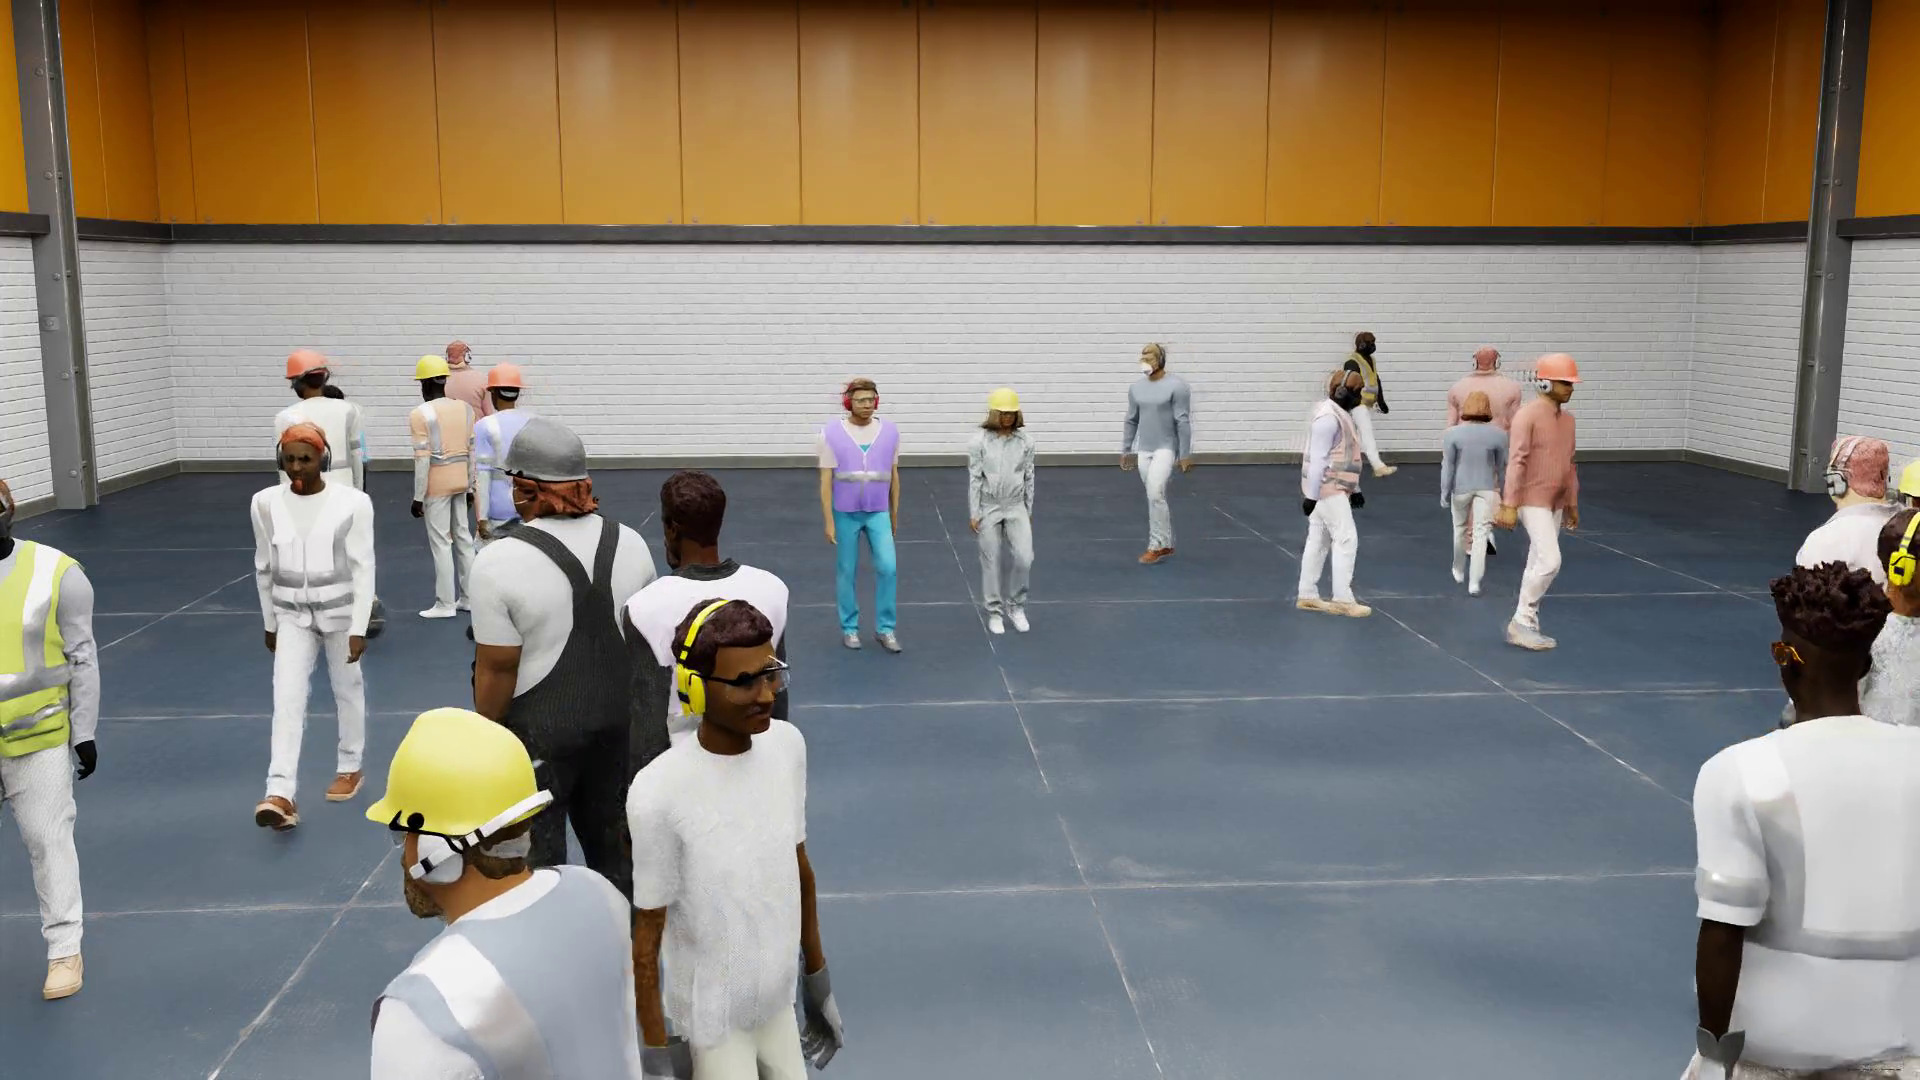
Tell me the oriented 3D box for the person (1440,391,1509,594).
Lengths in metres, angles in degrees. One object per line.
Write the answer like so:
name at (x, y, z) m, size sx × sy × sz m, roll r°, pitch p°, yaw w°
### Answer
person at (4.088, -0.389, 13.220) m, size 0.523 × 1.582 × 0.872 m, roll 2°, pitch 9°, yaw 14°

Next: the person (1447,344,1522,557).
person at (4.626, -0.777, 14.692) m, size 0.662 × 1.890 × 0.454 m, roll 6°, pitch 11°, yaw 31°

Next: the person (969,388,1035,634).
person at (0.292, -0.192, 11.564) m, size 0.490 × 1.729 × 0.436 m, roll -2°, pitch 9°, yaw -11°

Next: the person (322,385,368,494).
person at (-4.913, -0.386, 13.008) m, size 0.861 × 1.648 × 0.536 m, roll 8°, pitch 12°, yaw 42°

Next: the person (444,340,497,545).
person at (-4.610, -0.899, 15.448) m, size 0.639 × 1.902 × 0.407 m, roll -1°, pitch 9°, yaw -7°

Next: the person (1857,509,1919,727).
person at (2.796, 0.789, 5.147) m, size 0.537 × 1.819 × 0.975 m, roll -7°, pitch 12°, yaw -39°

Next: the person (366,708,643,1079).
person at (-0.879, 1.163, 2.796) m, size 0.844 × 1.796 × 0.626 m, roll 2°, pitch 9°, yaw 15°

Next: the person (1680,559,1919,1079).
person at (1.815, 1.004, 3.471) m, size 0.582 × 1.919 × 0.990 m, roll 0°, pitch 9°, yaw 3°

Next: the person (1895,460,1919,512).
person at (4.161, 0.487, 7.321) m, size 0.552 × 1.715 × 0.936 m, roll 1°, pitch 9°, yaw 9°

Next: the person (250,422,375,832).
person at (-2.956, 0.386, 7.590) m, size 0.579 × 1.827 × 0.986 m, roll -1°, pitch 9°, yaw -5°

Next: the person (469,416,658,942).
person at (-1.376, 0.601, 5.587) m, size 0.538 × 2.000 × 0.687 m, roll 8°, pitch 12°, yaw 40°

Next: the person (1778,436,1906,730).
person at (3.350, 0.557, 6.303) m, size 0.642 × 1.902 × 0.399 m, roll -5°, pitch 10°, yaw -26°

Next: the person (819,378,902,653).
person at (-0.641, -0.152, 10.977) m, size 0.562 × 1.824 × 0.684 m, roll -3°, pitch 9°, yaw -16°

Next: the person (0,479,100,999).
person at (-3.293, 0.683, 5.700) m, size 0.631 × 1.840 × 0.428 m, roll -2°, pitch 9°, yaw -14°

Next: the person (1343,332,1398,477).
person at (5.003, -1.694, 20.798) m, size 1.006 × 1.797 × 0.620 m, roll 6°, pitch 11°, yaw 32°

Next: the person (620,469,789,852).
person at (-0.760, 0.740, 5.100) m, size 0.372 × 1.914 × 0.597 m, roll 8°, pitch 12°, yaw 43°

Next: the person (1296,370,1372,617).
person at (2.827, -0.346, 12.277) m, size 0.698 × 1.813 × 0.636 m, roll 3°, pitch 9°, yaw 16°

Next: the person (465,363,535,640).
person at (-3.067, -0.232, 11.231) m, size 0.552 × 1.901 × 0.782 m, roll -8°, pitch 12°, yaw -39°

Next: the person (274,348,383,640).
person at (-4.245, -0.278, 11.208) m, size 0.796 × 2.017 × 0.619 m, roll 8°, pitch 12°, yaw 42°

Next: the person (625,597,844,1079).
person at (-0.506, 1.015, 3.587) m, size 0.650 × 1.851 × 0.543 m, roll 6°, pitch 11°, yaw 31°

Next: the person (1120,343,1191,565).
person at (1.651, -0.745, 14.428) m, size 0.738 × 1.910 × 0.656 m, roll -8°, pitch 12°, yaw -41°

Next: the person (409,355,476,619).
person at (-3.787, -0.385, 12.139) m, size 0.386 × 1.922 × 0.594 m, roll 4°, pitch 10°, yaw 26°

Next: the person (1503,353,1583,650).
person at (3.896, -0.241, 11.026) m, size 0.629 × 1.980 × 0.491 m, roll -7°, pitch 12°, yaw -39°
